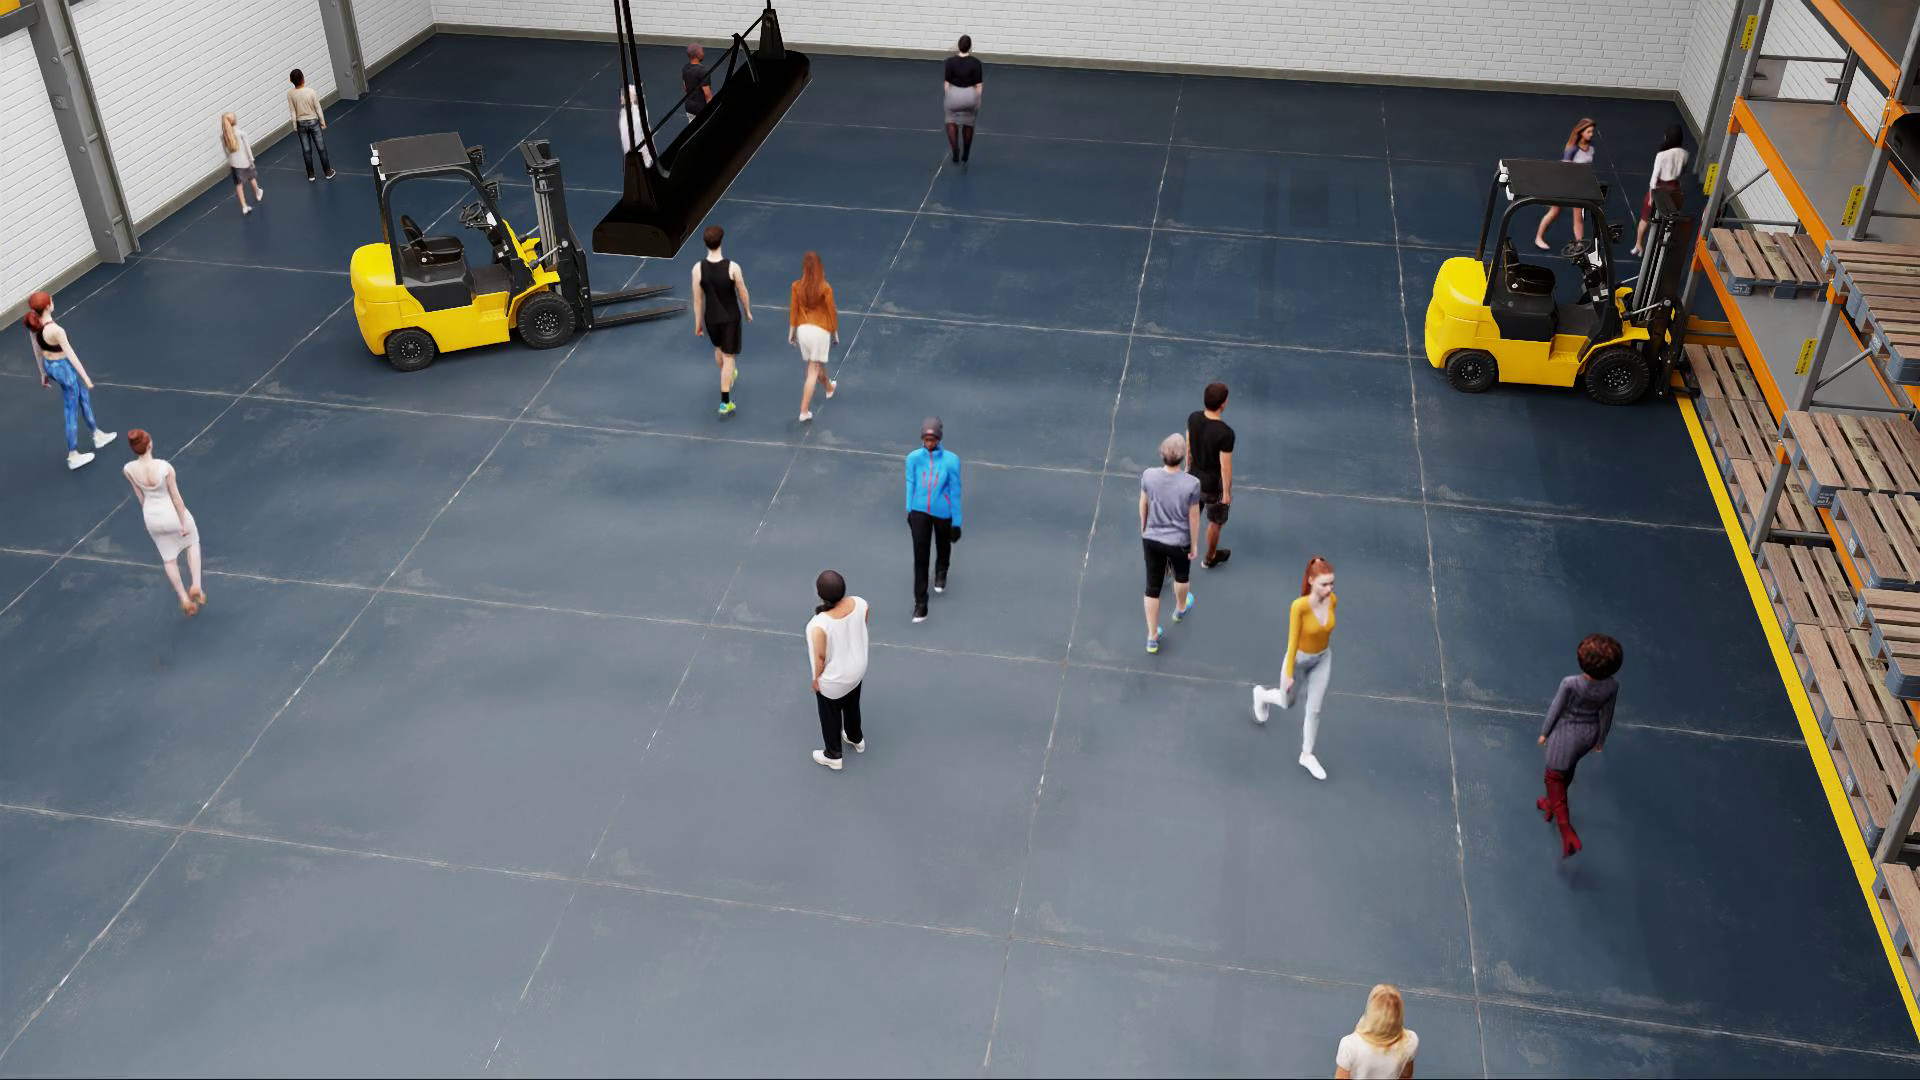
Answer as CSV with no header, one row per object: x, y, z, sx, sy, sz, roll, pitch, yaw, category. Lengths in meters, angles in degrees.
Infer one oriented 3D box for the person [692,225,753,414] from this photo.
-2.372,-2.150,16.542,0.661,1.851,1.155,5,34,7,person

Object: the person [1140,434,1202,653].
1.620,0.070,13.194,0.781,1.858,1.057,11,35,15,person

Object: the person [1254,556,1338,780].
2.461,0.865,12.116,0.994,1.729,1.157,-16,37,-22,person

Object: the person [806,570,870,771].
-0.900,0.915,12.077,0.819,1.688,0.726,28,43,35,person

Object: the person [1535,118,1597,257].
7.189,-4.188,19.768,1.019,1.673,1.162,-15,37,-22,person

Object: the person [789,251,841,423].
-1.469,-1.951,16.419,0.803,1.654,1.161,13,36,18,person

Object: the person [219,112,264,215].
-9.101,-4.731,20.976,0.702,1.240,0.959,-4,34,-6,person

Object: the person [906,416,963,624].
-0.194,-0.253,13.789,0.679,1.739,1.140,4,34,5,person

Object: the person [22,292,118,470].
-8.470,-1.466,15.588,0.739,1.766,0.931,15,37,22,person

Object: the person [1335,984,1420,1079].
2.155,3.022,8.799,0.653,1.807,0.602,-4,34,-6,person

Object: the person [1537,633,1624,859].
4.195,1.413,11.329,0.741,1.687,1.070,-1,34,-1,person

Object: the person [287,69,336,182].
-8.577,-5.464,21.877,0.631,1.464,0.626,-8,35,-12,person

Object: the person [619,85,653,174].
-3.871,-4.689,20.394,1.119,1.815,1.014,-26,42,-33,person

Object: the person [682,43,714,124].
-3.410,-5.605,21.781,0.764,1.805,0.788,28,43,35,person

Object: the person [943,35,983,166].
0.027,-5.813,22.146,0.745,1.747,0.801,0,34,0,person

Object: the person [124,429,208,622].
-6.485,-0.091,13.508,0.651,1.780,0.693,-2,34,-3,person

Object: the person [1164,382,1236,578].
2.026,-0.472,14.025,1.181,1.842,1.072,-25,41,-32,person

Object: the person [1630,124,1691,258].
8.218,-3.927,19.345,0.784,1.707,1.190,-2,34,-2,person
